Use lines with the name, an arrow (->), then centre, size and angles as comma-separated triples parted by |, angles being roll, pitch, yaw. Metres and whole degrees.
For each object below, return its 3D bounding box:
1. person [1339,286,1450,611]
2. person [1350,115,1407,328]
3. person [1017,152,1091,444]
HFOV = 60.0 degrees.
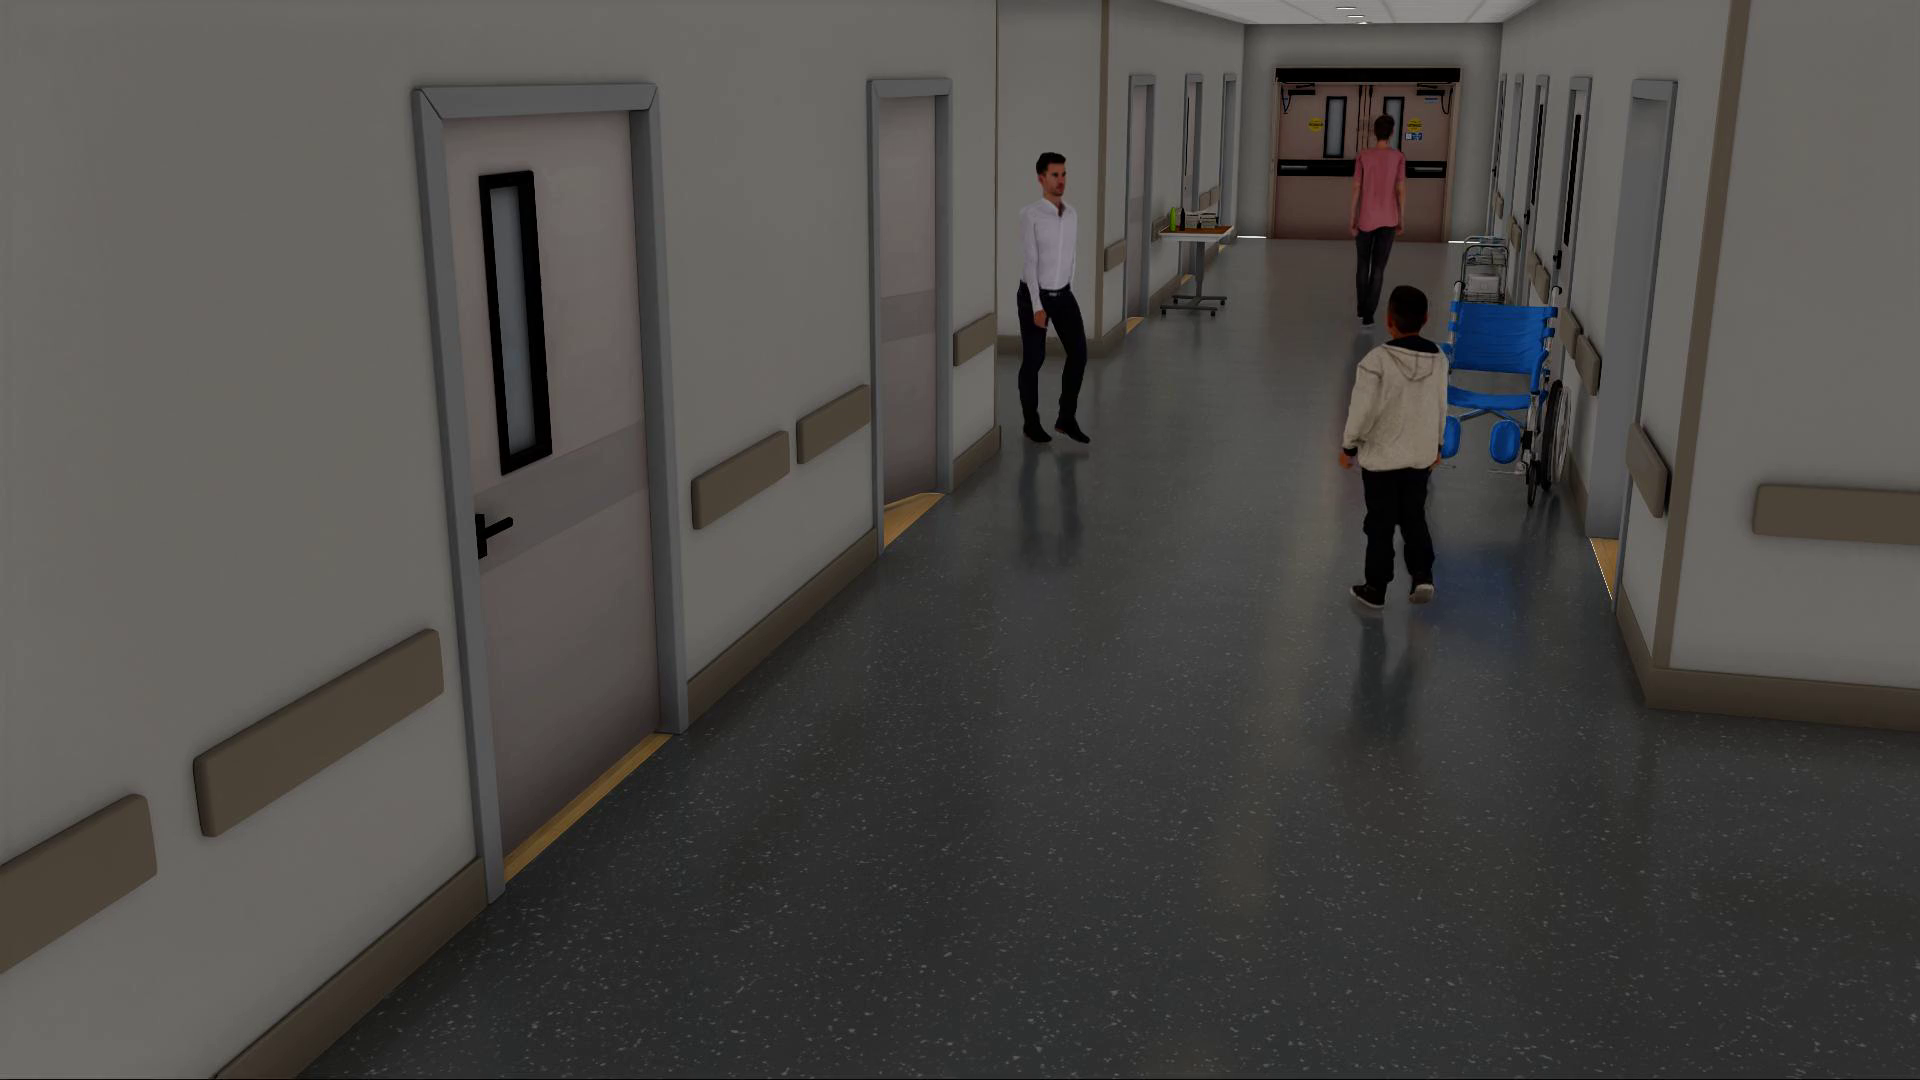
person -> 1.943, -0.373, 7.286 | 0.762, 1.447, 0.828 | -4, 16, -15
person -> 3.874, -2.943, 15.508 | 0.647, 1.932, 0.872 | 5, 17, 17
person -> 0.501, -1.555, 10.739 | 0.830, 1.848, 0.891 | -9, 18, -30
